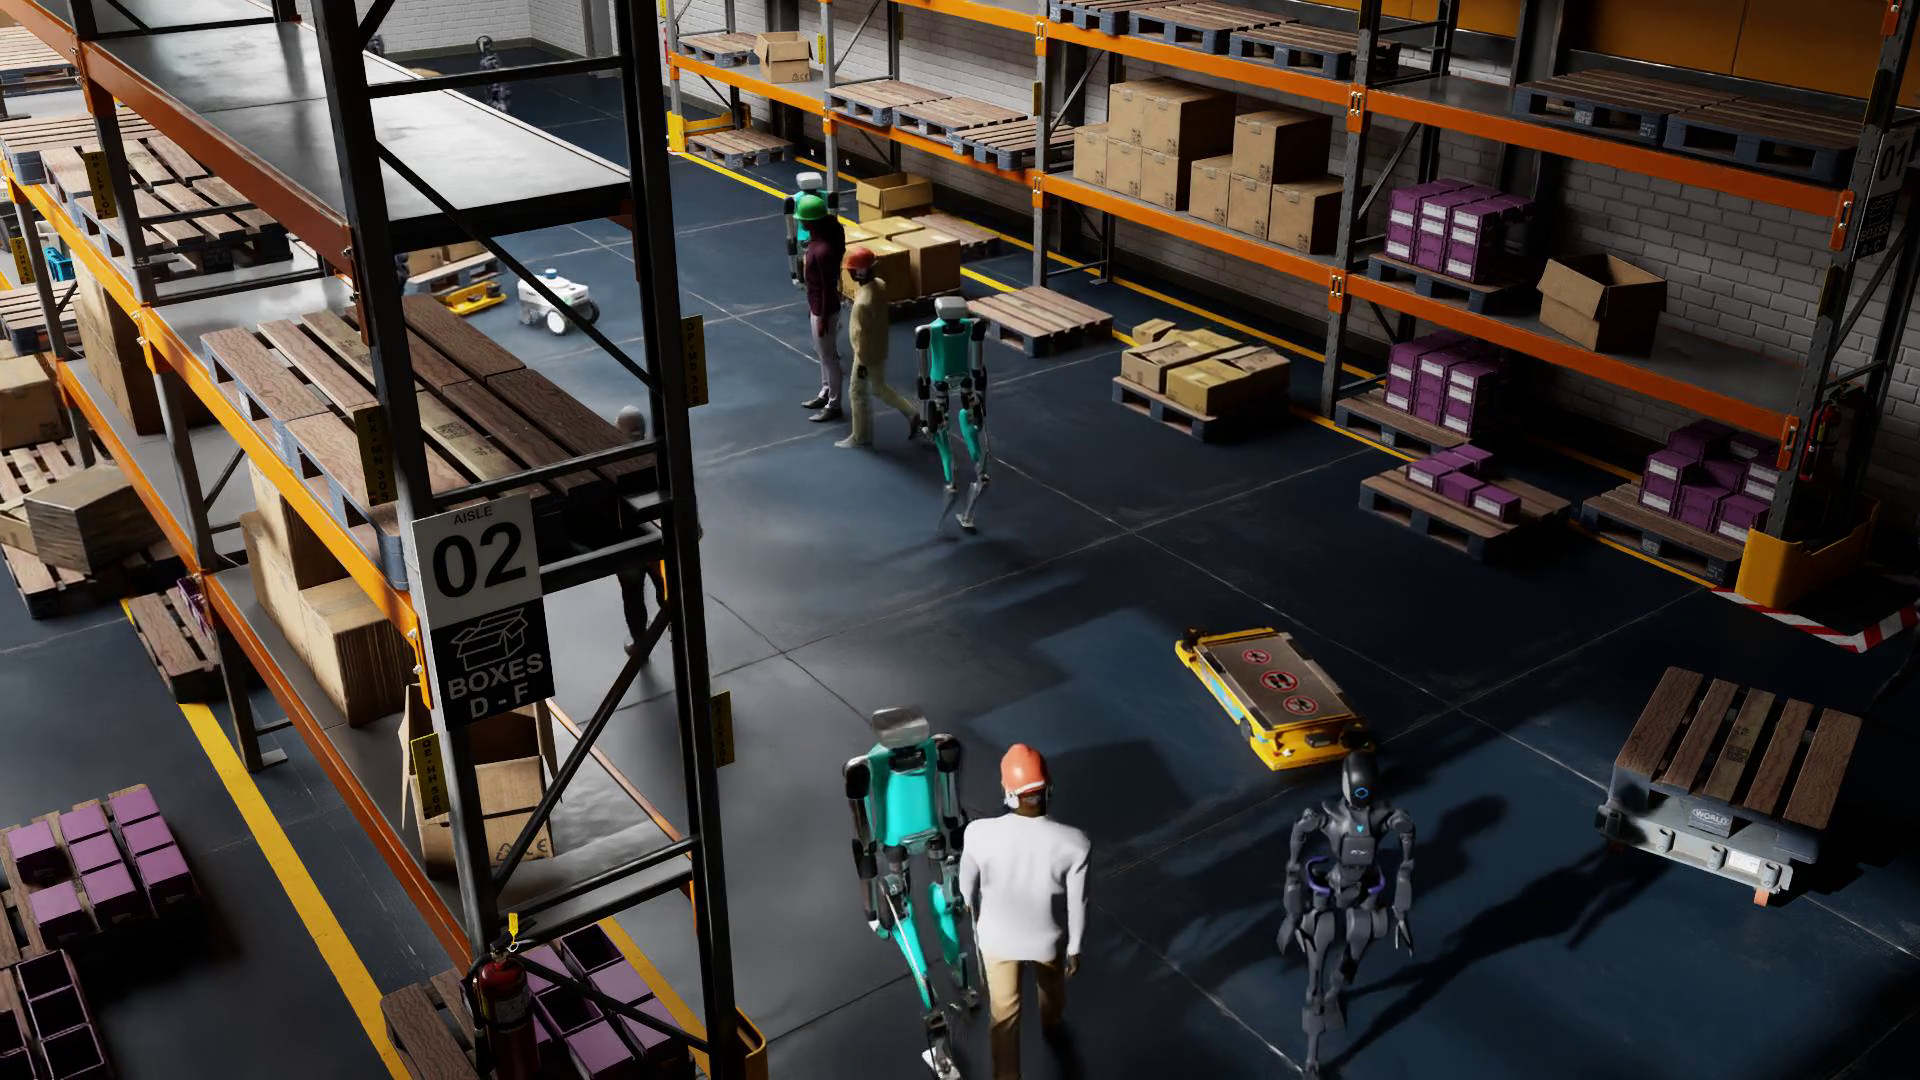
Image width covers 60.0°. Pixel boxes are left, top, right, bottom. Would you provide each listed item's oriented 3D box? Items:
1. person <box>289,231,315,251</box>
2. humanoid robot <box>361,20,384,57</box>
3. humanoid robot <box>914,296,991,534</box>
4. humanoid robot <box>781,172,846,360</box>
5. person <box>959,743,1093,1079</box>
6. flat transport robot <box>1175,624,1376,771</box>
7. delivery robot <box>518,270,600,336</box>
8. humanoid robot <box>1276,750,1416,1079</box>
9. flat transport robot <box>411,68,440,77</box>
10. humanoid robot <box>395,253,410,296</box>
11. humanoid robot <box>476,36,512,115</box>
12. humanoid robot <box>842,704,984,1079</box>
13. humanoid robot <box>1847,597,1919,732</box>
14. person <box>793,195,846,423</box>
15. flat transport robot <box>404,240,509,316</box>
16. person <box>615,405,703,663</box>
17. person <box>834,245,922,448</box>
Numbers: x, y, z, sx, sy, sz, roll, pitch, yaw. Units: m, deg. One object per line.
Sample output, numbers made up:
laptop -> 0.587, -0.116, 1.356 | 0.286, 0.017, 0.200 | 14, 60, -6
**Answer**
person -> -5.470, -1.848, 13.935 | 0.451, 1.822, 0.646 | 13, 29, 24
humanoid robot -> -8.114, -6.483, 23.348 | 0.407, 1.665, 0.593 | -17, 31, -30
humanoid robot -> 0.010, -0.823, 11.989 | 0.533, 1.799, 0.674 | -10, 28, -19
humanoid robot -> -1.217, -2.387, 15.176 | 0.538, 1.772, 1.032 | -11, 29, -22
person -> 0.271, 1.629, 7.156 | 0.550, 1.693, 0.861 | 0, 27, 0
flat transport robot -> 1.901, 0.915, 10.168 | 0.659, 0.231, 1.431 | -8, 28, -15
delivery robot -> -3.971, -2.349, 16.354 | 0.794, 0.606, 0.499 | 15, 31, 28
humanoid robot -> 1.695, 1.617, 7.244 | 0.595, 1.628, 0.740 | 0, 27, 1
flat transport robot -> -7.763, -5.811, 23.546 | 0.659, 0.231, 1.431 | 0, 27, 1
humanoid robot -> -5.312, -2.532, 15.456 | 0.319, 1.646, 0.609 | 5, 27, 11
humanoid robot -> -6.115, -5.836, 22.040 | 0.387, 1.643, 0.613 | -18, 32, -32
humanoid robot -> -0.115, 1.657, 7.146 | 0.540, 1.842, 0.840 | -12, 29, -23
humanoid robot -> 5.728, 0.436, 9.594 | 0.755, 1.625, 0.592 | 18, 32, 32
person -> -1.155, -1.948, 13.996 | 0.426, 1.948, 0.488 | -6, 27, -11
flat transport robot -> -5.419, -2.579, 17.117 | 1.431, 0.231, 0.659 | 16, 31, 29
person -> -1.959, 0.001, 10.345 | 0.816, 1.741, 0.557 | -13, 30, -24
person -> -0.666, -1.539, 13.429 | 0.681, 1.724, 0.563 | 6, 27, 11
